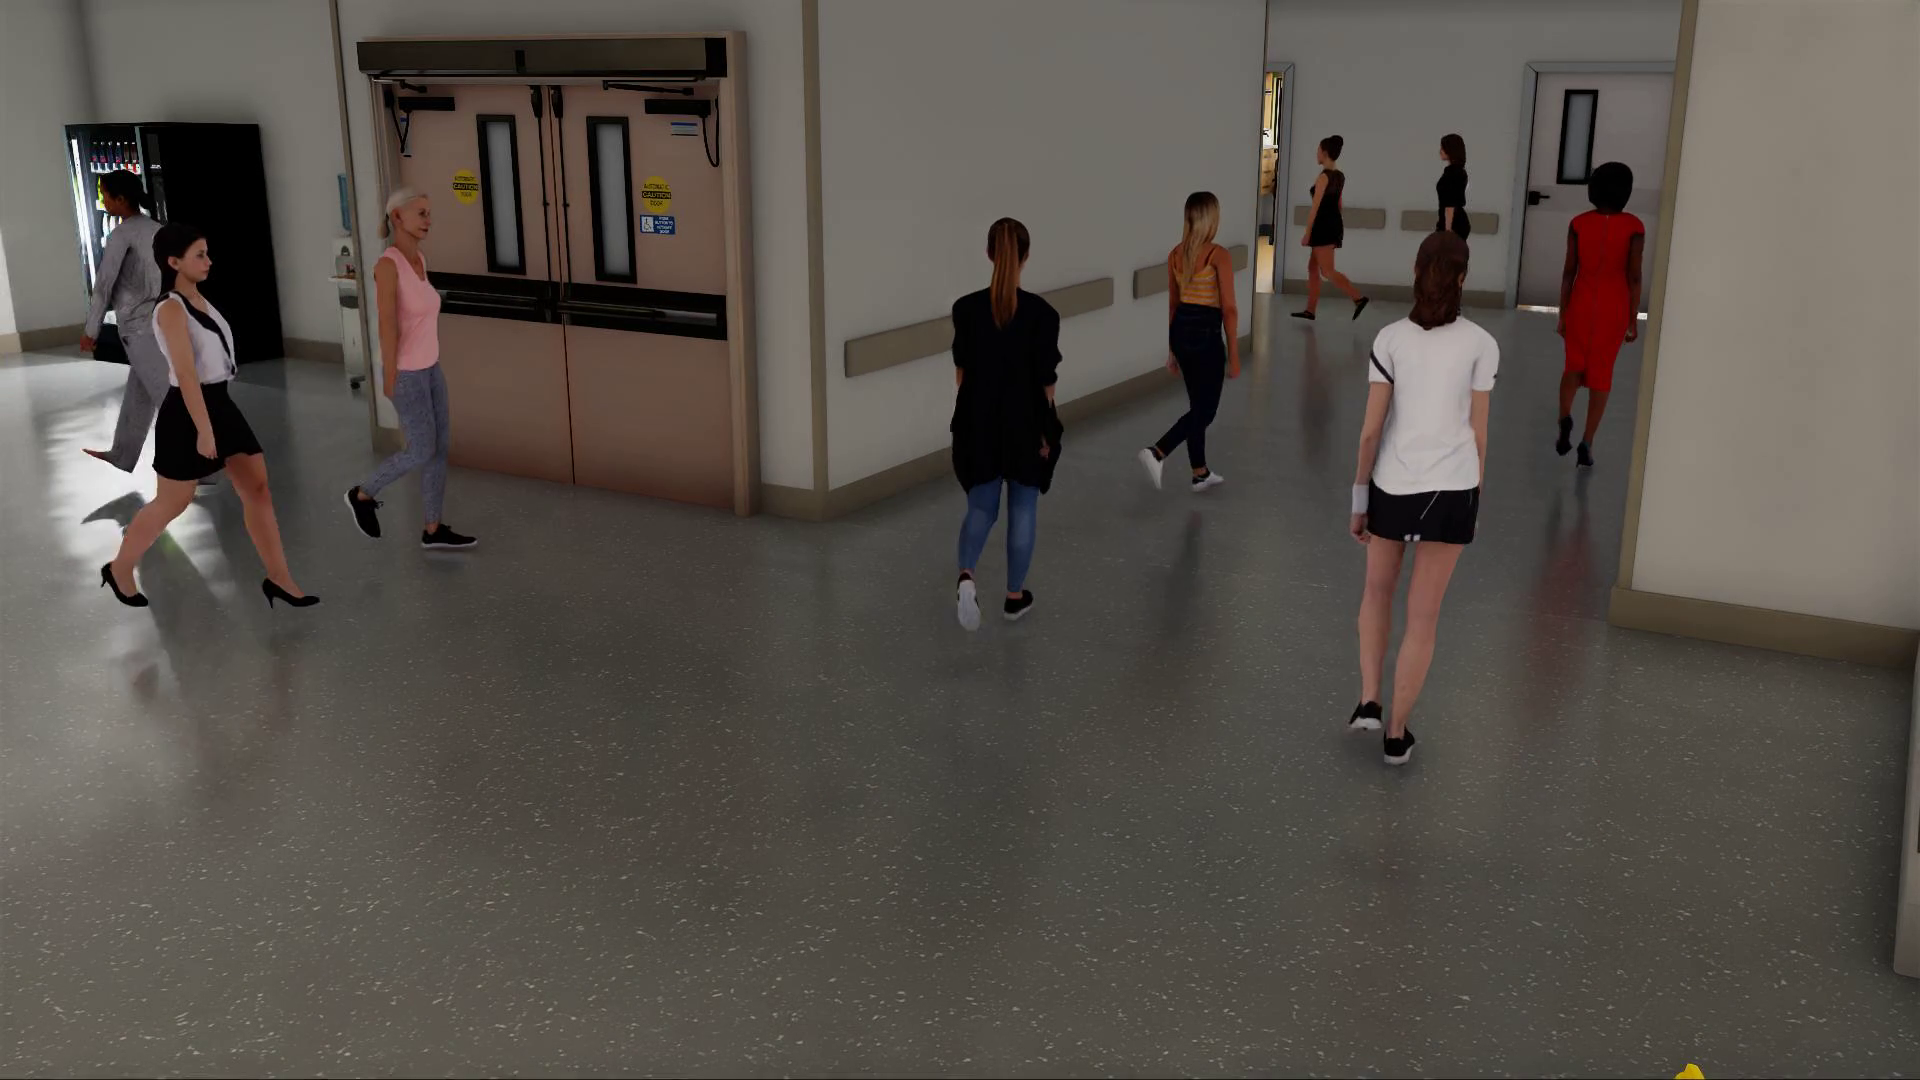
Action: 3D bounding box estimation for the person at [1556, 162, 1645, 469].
[{"bbox_3d":[3.583,-1.235,9.384,0.629,1.734,0.630,9,18,29],"label":"person"}]

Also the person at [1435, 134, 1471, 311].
[{"bbox_3d":[4.444,-2.718,14.729,0.604,1.688,0.629,10,19,32],"label":"person"}]

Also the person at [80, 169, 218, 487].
[{"bbox_3d":[-4.295,-1.103,8.984,1.160,1.696,0.926,2,16,6],"label":"person"}]

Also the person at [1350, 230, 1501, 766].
[{"bbox_3d":[1.469,-0.090,5.319,0.563,1.735,0.666,6,17,19],"label":"person"}]

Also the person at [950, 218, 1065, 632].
[{"bbox_3d":[0.158,-0.411,6.588,0.992,1.666,0.827,5,17,17],"label":"person"}]

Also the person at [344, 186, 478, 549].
[{"bbox_3d":[-2.648,-0.786,7.837,0.917,1.708,0.725,3,16,9],"label":"person"}]

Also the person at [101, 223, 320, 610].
[{"bbox_3d":[-3.182,-0.434,6.771,1.139,1.610,1.002,-2,16,-7],"label":"person"}]

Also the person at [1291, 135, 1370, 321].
[{"bbox_3d":[3.361,-2.752,14.912,1.026,1.653,0.643,11,19,34],"label":"person"}]

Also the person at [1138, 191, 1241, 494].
[{"bbox_3d":[1.211,-0.993,8.751,0.858,1.611,0.985,-13,20,-39],"label":"person"}]
